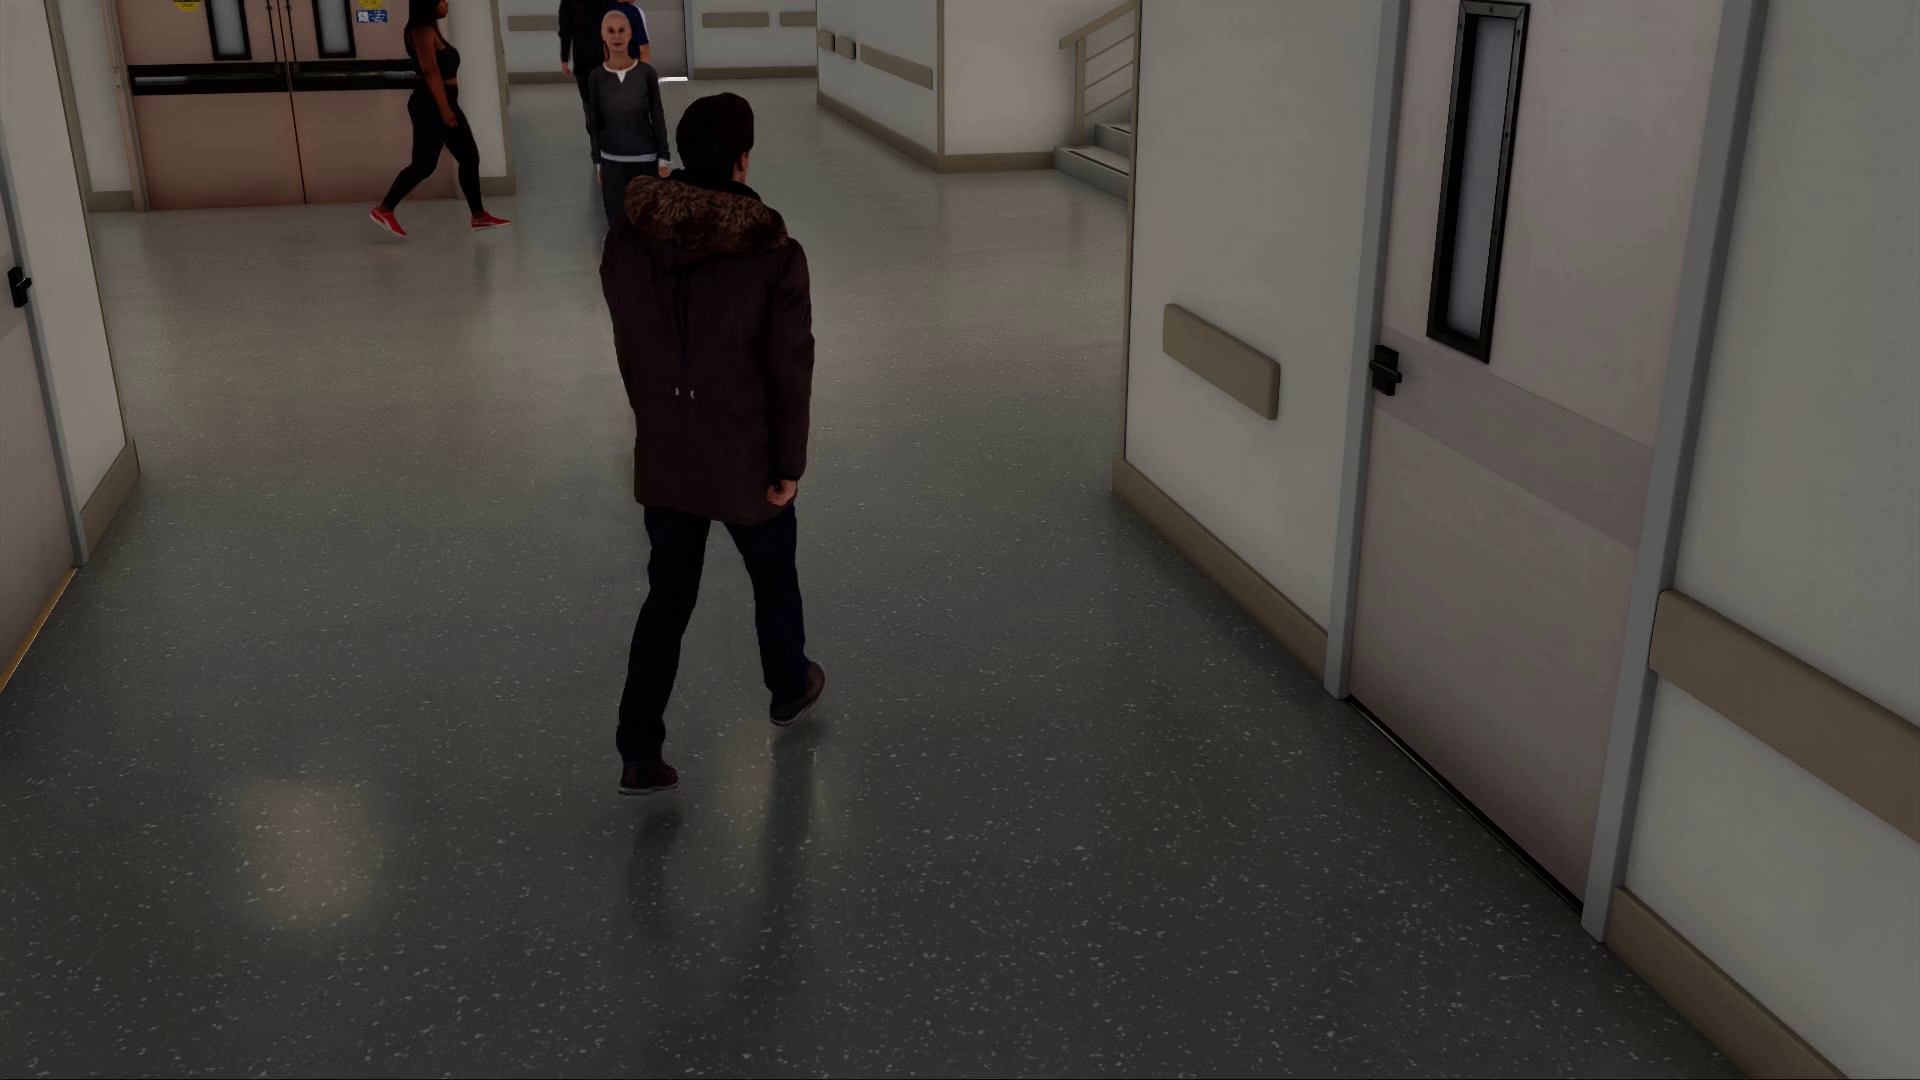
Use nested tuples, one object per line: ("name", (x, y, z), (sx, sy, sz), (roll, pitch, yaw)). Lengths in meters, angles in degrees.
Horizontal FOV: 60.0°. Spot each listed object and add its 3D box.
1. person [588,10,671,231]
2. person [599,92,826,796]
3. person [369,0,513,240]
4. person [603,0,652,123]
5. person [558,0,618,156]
("person", (-1.966, -2.278, 9.994), (1.030, 1.698, 0.685), (-5, 21, -12))
("person", (-0.692, -0.188, 4.324), (1.254, 1.806, 1.190), (6, 21, 15))
("person", (-3.847, -3.043, 11.902), (1.211, 1.778, 0.714), (-4, 21, -10))
("person", (-2.772, -3.858, 13.969), (0.713, 1.838, 0.748), (15, 25, 34))
("person", (-3.533, -4.646, 16.048), (0.826, 1.838, 0.896), (-2, 21, -6))
